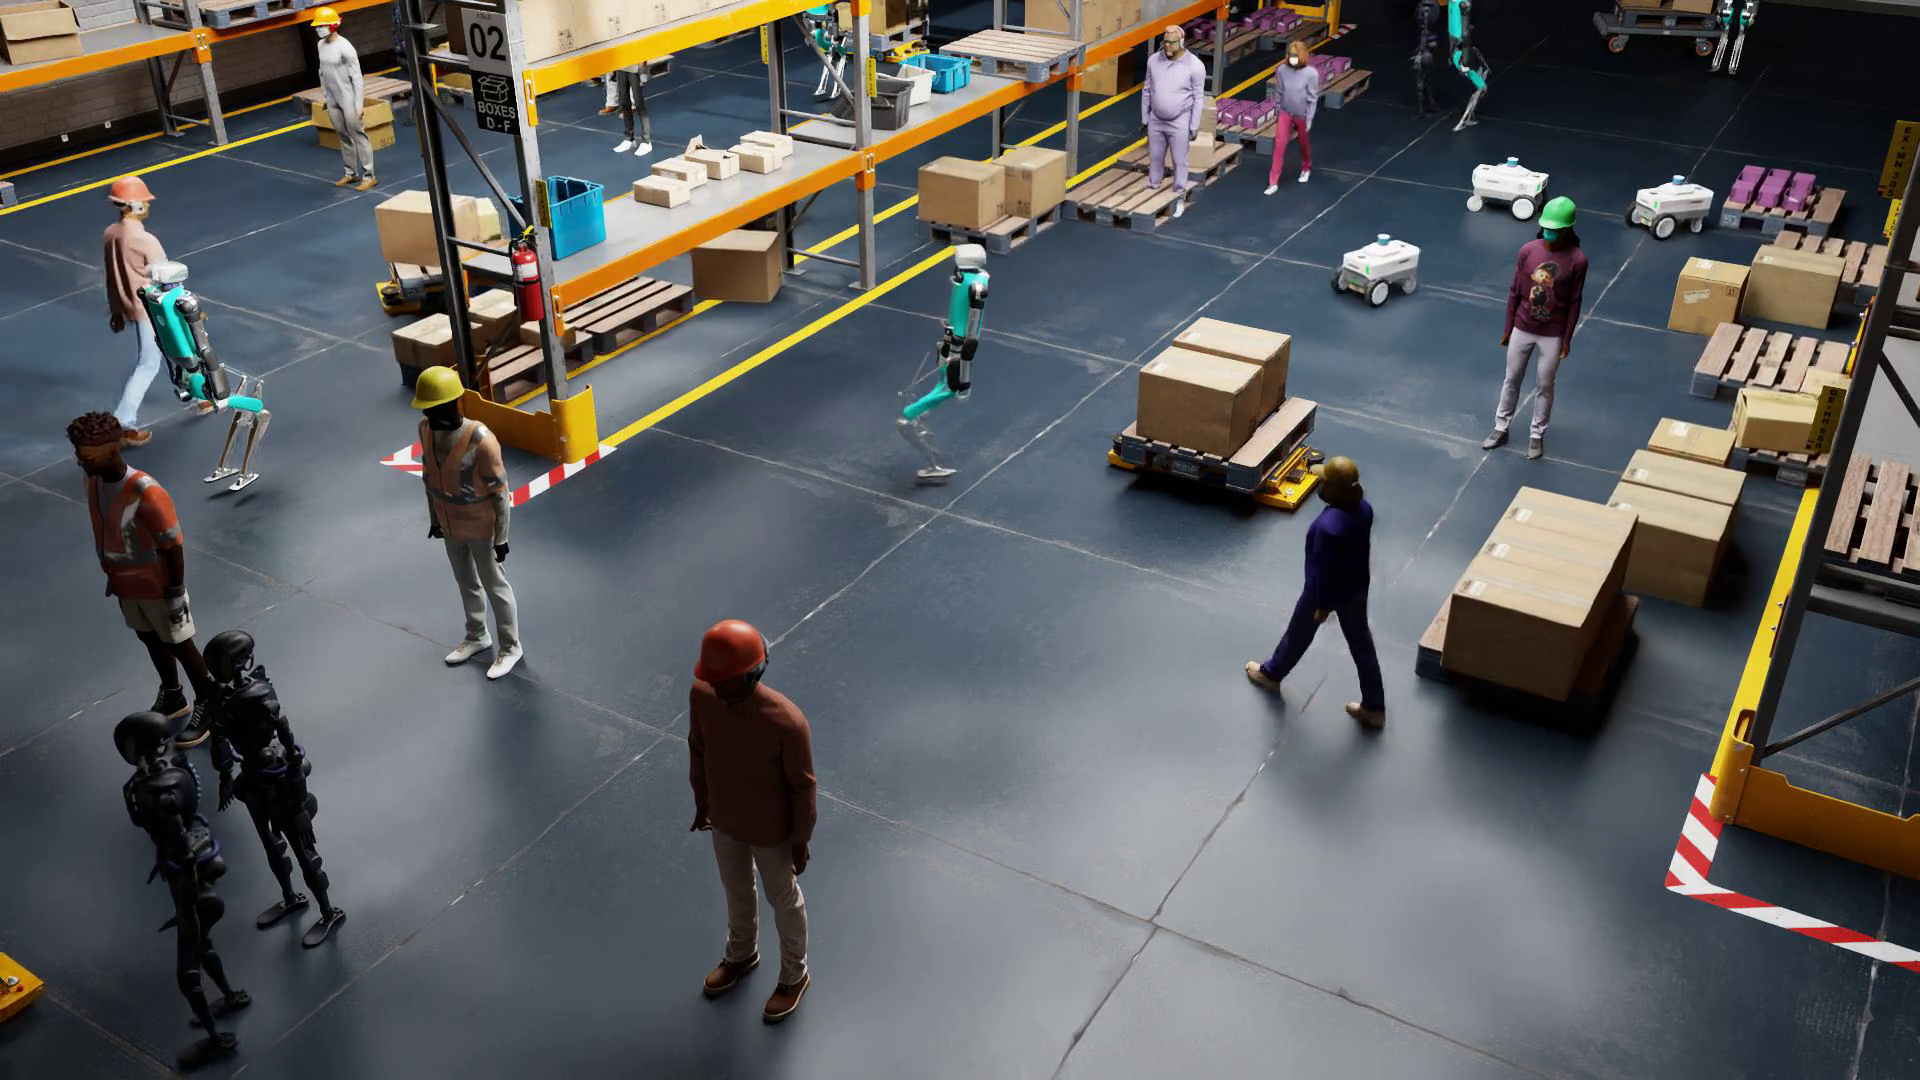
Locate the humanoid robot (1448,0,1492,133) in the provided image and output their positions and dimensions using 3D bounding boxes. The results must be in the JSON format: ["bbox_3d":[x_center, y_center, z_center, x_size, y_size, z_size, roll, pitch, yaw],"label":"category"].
[{"bbox_3d":[6.039,-5.648,19.436,0.876,1.773,0.587,-3,30,-4],"label":"humanoid robot"}]

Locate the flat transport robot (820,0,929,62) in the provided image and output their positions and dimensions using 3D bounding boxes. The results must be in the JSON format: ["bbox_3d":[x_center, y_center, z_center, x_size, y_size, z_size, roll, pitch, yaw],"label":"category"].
[{"bbox_3d":[-1.198,-6.841,23.043,1.431,0.231,0.659,16,33,27],"label":"flat transport robot"}]

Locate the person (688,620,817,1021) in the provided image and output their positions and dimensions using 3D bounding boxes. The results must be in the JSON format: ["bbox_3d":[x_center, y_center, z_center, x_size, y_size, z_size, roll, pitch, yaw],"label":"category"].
[{"bbox_3d":[-0.899,1.190,7.085,0.620,1.991,0.393,16,33,27],"label":"person"}]

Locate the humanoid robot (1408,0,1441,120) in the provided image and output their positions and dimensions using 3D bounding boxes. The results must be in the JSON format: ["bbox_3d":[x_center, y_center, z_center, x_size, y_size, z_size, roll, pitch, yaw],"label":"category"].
[{"bbox_3d":[5.633,-5.888,19.933,0.452,1.648,0.616,9,31,15],"label":"humanoid robot"}]

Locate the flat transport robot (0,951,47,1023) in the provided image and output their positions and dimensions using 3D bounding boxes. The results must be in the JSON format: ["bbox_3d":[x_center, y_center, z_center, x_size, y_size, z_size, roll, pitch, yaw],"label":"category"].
[{"bbox_3d":[-4.779,2.172,7.099,0.659,0.231,1.431,18,34,29],"label":"flat transport robot"}]

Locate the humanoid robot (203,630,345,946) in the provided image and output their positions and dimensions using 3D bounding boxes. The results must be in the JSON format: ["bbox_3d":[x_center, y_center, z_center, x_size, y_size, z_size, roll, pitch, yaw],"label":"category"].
[{"bbox_3d":[-3.124,1.119,7.517,0.599,1.657,0.315,16,33,27],"label":"humanoid robot"}]

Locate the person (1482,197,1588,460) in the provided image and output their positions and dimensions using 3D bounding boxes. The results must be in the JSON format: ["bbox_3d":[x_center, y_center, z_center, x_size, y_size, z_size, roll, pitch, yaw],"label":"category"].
[{"bbox_3d":[4.160,-1.527,11.937,0.497,1.948,0.428,16,33,27],"label":"person"}]

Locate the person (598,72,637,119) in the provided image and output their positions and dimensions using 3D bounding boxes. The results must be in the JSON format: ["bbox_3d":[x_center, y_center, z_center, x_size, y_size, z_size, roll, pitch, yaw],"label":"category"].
[{"bbox_3d":[-4.165,-6.038,19.928,0.634,1.937,0.354,16,33,27],"label":"person"}]

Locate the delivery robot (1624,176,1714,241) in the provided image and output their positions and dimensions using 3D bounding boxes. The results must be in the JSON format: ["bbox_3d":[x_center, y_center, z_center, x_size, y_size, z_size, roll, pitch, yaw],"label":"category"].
[{"bbox_3d":[7.051,-3.316,16.513,0.761,0.590,0.524,-8,30,-14],"label":"delivery robot"}]

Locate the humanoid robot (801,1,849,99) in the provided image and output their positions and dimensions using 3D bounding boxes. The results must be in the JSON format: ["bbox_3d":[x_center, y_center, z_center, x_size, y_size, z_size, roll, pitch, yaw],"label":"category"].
[{"bbox_3d":[-1.603,-6.317,20.492,0.533,1.675,0.735,16,33,27],"label":"humanoid robot"}]

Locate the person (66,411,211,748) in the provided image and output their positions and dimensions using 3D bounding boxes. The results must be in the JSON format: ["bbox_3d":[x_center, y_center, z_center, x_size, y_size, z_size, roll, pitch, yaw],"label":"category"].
[{"bbox_3d":[-4.346,0.209,8.849,0.611,1.963,0.361,16,33,27],"label":"person"}]

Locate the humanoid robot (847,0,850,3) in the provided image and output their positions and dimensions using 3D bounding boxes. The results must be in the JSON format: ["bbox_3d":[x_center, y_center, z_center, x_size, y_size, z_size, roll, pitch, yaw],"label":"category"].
[{"bbox_3d":[-1.620,-8.948,25.325,0.599,1.657,0.315,16,33,27],"label":"humanoid robot"}]

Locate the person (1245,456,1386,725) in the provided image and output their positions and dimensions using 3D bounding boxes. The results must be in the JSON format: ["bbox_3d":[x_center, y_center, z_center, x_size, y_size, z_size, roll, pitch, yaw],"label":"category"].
[{"bbox_3d":[2.068,0.257,9.165,0.464,1.572,0.891,-24,37,-36],"label":"person"}]

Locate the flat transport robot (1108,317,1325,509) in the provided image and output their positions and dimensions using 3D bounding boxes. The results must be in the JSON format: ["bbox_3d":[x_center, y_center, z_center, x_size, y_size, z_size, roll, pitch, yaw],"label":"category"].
[{"bbox_3d":[1.852,-0.590,11.985,1.431,0.231,0.659,16,33,27],"label":"flat transport robot"}]

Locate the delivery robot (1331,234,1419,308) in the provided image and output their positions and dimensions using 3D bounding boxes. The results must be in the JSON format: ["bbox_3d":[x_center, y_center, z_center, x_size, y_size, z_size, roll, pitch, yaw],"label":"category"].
[{"bbox_3d":[3.768,-2.440,14.984,0.814,0.611,0.499,-19,34,-30],"label":"delivery robot"}]

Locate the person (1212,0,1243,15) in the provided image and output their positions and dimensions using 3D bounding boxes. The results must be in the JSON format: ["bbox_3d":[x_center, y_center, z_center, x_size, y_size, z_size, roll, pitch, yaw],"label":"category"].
[{"bbox_3d":[4.124,-8.789,24.905,0.546,1.822,0.701,24,37,36],"label":"person"}]

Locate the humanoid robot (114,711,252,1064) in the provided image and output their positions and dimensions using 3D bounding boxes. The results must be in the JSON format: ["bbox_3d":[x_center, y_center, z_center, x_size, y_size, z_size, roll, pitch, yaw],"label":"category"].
[{"bbox_3d":[-3.298,1.422,6.985,0.392,1.649,0.591,-19,35,-30],"label":"humanoid robot"}]

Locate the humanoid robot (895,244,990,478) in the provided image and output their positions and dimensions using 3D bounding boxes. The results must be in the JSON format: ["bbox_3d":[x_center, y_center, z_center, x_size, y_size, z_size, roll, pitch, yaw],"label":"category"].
[{"bbox_3d":[-0.195,-1.148,11.498,0.806,1.776,0.530,-7,30,-12],"label":"humanoid robot"}]

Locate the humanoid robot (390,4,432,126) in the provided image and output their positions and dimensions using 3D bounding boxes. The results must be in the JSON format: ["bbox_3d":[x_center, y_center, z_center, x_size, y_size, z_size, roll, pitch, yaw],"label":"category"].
[{"bbox_3d":[-6.510,-5.827,19.865,0.609,1.616,0.810,16,33,26],"label":"humanoid robot"}]

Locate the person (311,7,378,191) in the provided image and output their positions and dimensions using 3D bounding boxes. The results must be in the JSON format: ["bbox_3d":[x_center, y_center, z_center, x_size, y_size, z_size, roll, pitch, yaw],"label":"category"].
[{"bbox_3d":[-6.495,-4.630,17.480,0.581,1.893,0.372,16,33,27],"label":"person"}]

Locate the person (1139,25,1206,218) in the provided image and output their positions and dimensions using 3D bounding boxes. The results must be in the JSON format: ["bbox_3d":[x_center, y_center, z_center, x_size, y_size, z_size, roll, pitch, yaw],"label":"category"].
[{"bbox_3d":[2.100,-4.199,16.707,0.650,1.905,0.406,16,33,27],"label":"person"}]

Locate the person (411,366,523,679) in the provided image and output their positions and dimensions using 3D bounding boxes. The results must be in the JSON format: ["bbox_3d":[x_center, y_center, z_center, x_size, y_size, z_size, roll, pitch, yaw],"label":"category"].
[{"bbox_3d":[-2.804,-0.097,9.429,0.592,1.924,0.378,16,33,27],"label":"person"}]

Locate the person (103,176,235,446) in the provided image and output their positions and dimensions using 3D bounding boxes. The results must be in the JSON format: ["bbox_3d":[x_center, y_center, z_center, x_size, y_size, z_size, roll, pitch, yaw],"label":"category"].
[{"bbox_3d":[-6.032,-1.696,12.260,0.605,1.936,1.060,25,38,36],"label":"person"}]

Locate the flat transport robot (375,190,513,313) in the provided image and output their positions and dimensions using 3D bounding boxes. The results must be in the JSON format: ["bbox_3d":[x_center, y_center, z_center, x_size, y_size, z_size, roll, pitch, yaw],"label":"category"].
[{"bbox_3d":[-4.521,-2.339,15.078,1.431,0.231,0.659,-12,32,-20],"label":"flat transport robot"}]

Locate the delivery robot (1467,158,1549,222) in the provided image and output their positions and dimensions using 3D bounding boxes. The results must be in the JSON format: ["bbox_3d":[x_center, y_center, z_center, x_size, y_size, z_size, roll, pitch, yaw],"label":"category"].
[{"bbox_3d":[5.622,-3.624,17.034,0.739,0.566,0.499,16,33,27],"label":"delivery robot"}]

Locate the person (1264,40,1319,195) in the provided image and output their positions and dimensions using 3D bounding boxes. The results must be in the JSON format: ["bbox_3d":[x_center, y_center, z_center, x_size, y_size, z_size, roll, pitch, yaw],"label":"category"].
[{"bbox_3d":[3.558,-4.496,17.548,0.504,1.588,0.825,17,34,28],"label":"person"}]

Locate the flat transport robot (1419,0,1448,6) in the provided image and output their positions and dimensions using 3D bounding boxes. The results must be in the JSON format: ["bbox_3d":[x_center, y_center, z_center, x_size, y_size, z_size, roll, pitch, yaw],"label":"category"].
[{"bbox_3d":[7.475,-8.664,26.267,0.659,0.231,1.431,-3,30,-5],"label":"flat transport robot"}]

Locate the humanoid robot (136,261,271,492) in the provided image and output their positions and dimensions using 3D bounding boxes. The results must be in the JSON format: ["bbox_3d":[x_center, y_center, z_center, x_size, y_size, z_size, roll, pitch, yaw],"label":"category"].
[{"bbox_3d":[-5.067,-1.170,11.383,0.533,1.677,0.735,16,33,27],"label":"humanoid robot"}]

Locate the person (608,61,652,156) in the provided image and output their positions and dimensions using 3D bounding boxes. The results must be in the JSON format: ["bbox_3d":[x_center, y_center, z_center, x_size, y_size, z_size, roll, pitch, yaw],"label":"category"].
[{"bbox_3d":[-3.718,-5.257,18.616,0.528,1.868,0.311,16,33,27],"label":"person"}]

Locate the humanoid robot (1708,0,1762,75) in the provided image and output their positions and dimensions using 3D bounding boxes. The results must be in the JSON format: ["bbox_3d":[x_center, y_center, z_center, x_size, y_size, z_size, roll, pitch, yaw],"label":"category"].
[{"bbox_3d":[10.112,-6.918,21.551,0.533,1.677,0.735,16,33,27],"label":"humanoid robot"}]
